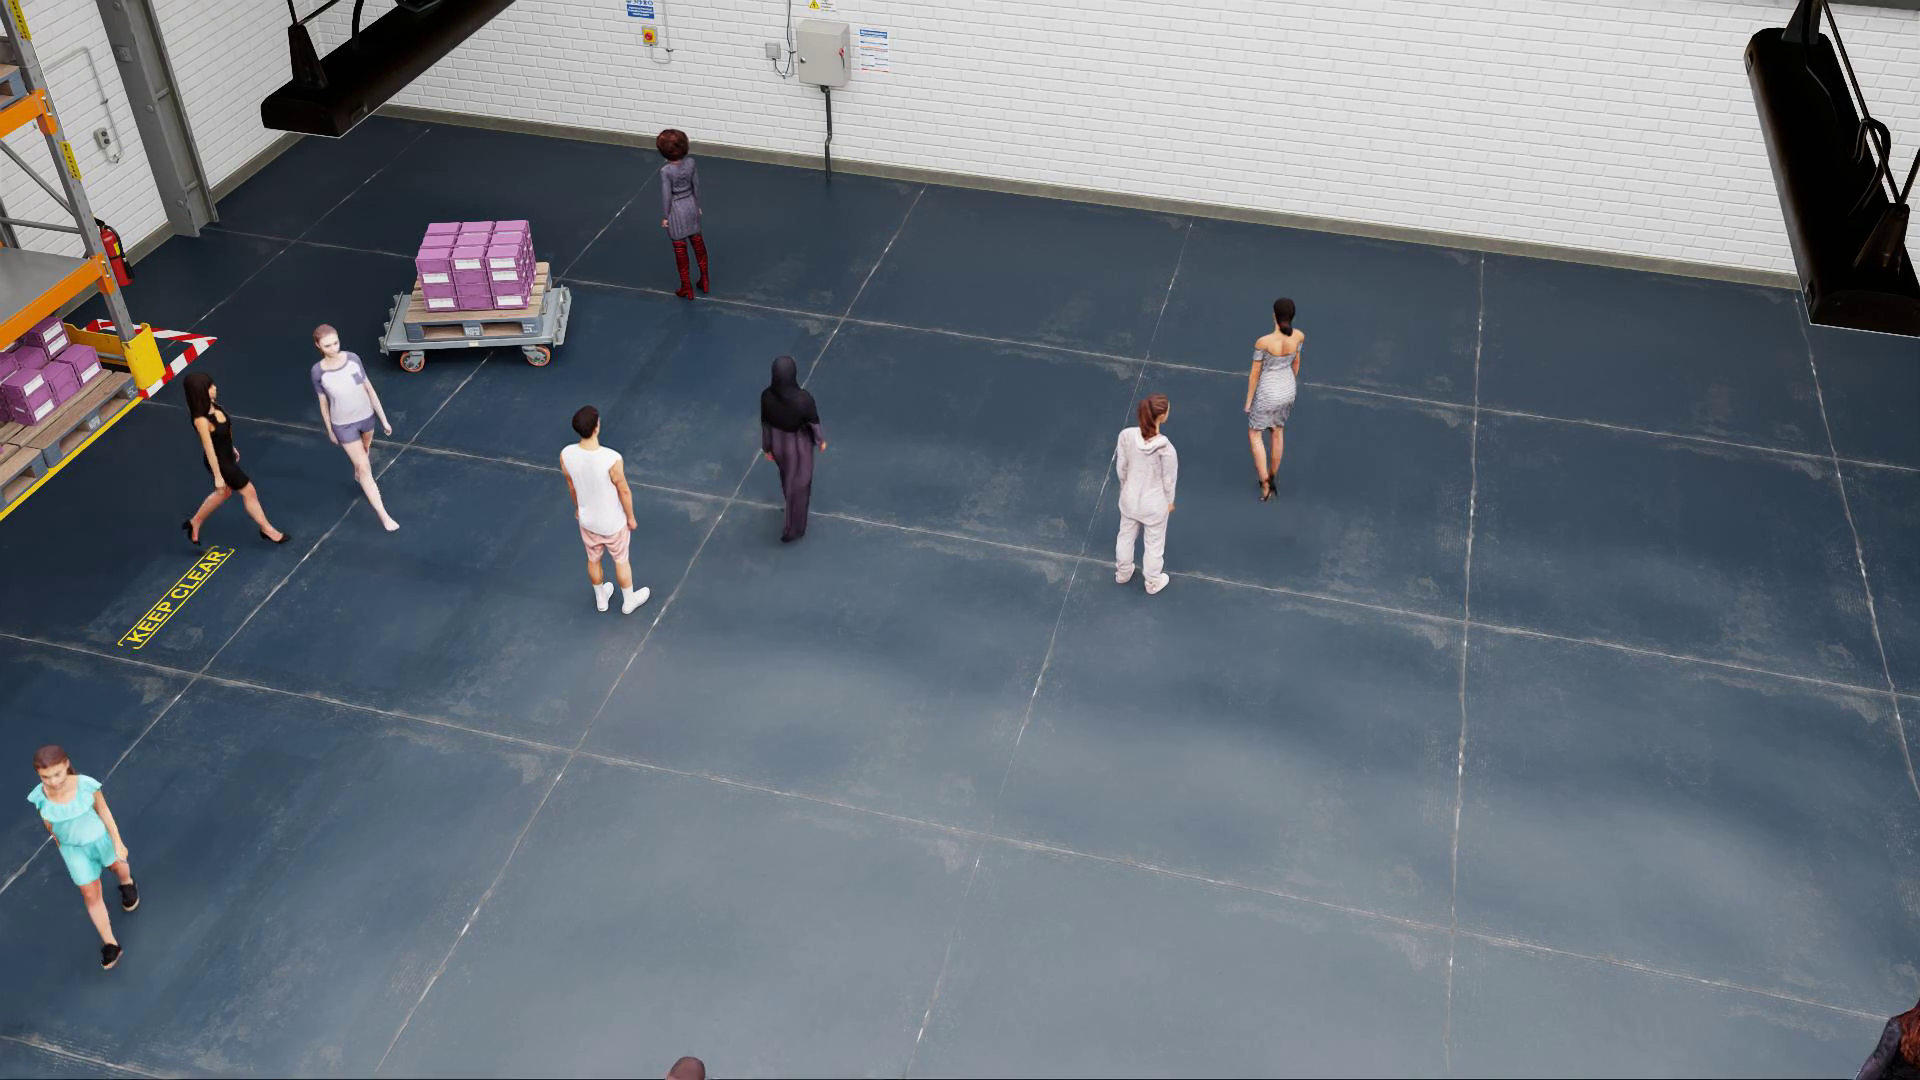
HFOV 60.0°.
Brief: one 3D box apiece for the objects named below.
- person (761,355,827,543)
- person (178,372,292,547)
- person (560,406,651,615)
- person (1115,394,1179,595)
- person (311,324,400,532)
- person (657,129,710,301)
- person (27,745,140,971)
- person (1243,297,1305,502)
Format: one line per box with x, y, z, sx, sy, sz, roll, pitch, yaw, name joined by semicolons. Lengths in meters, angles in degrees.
-1.344;-0.702;12.994;0.653;1.612;0.931;14;41;17;person
-5.769;-0.568;12.819;0.959;1.621;1.047;-10;40;-12;person
-2.638;-0.200;12.223;0.629;1.789;0.555;9;39;11;person
1.384;-0.333;12.471;0.698;1.688;0.666;21;43;24;person
-4.861;-0.979;13.257;1.140;1.716;1.041;-30;47;-32;person
-2.656;-3.123;15.948;0.622;1.709;0.727;-29;47;-32;person
-5.228;1.753;9.997;0.923;1.515;1.080;-12;40;-15;person
2.545;-1.086;13.312;0.790;1.814;0.842;-12;40;-14;person
